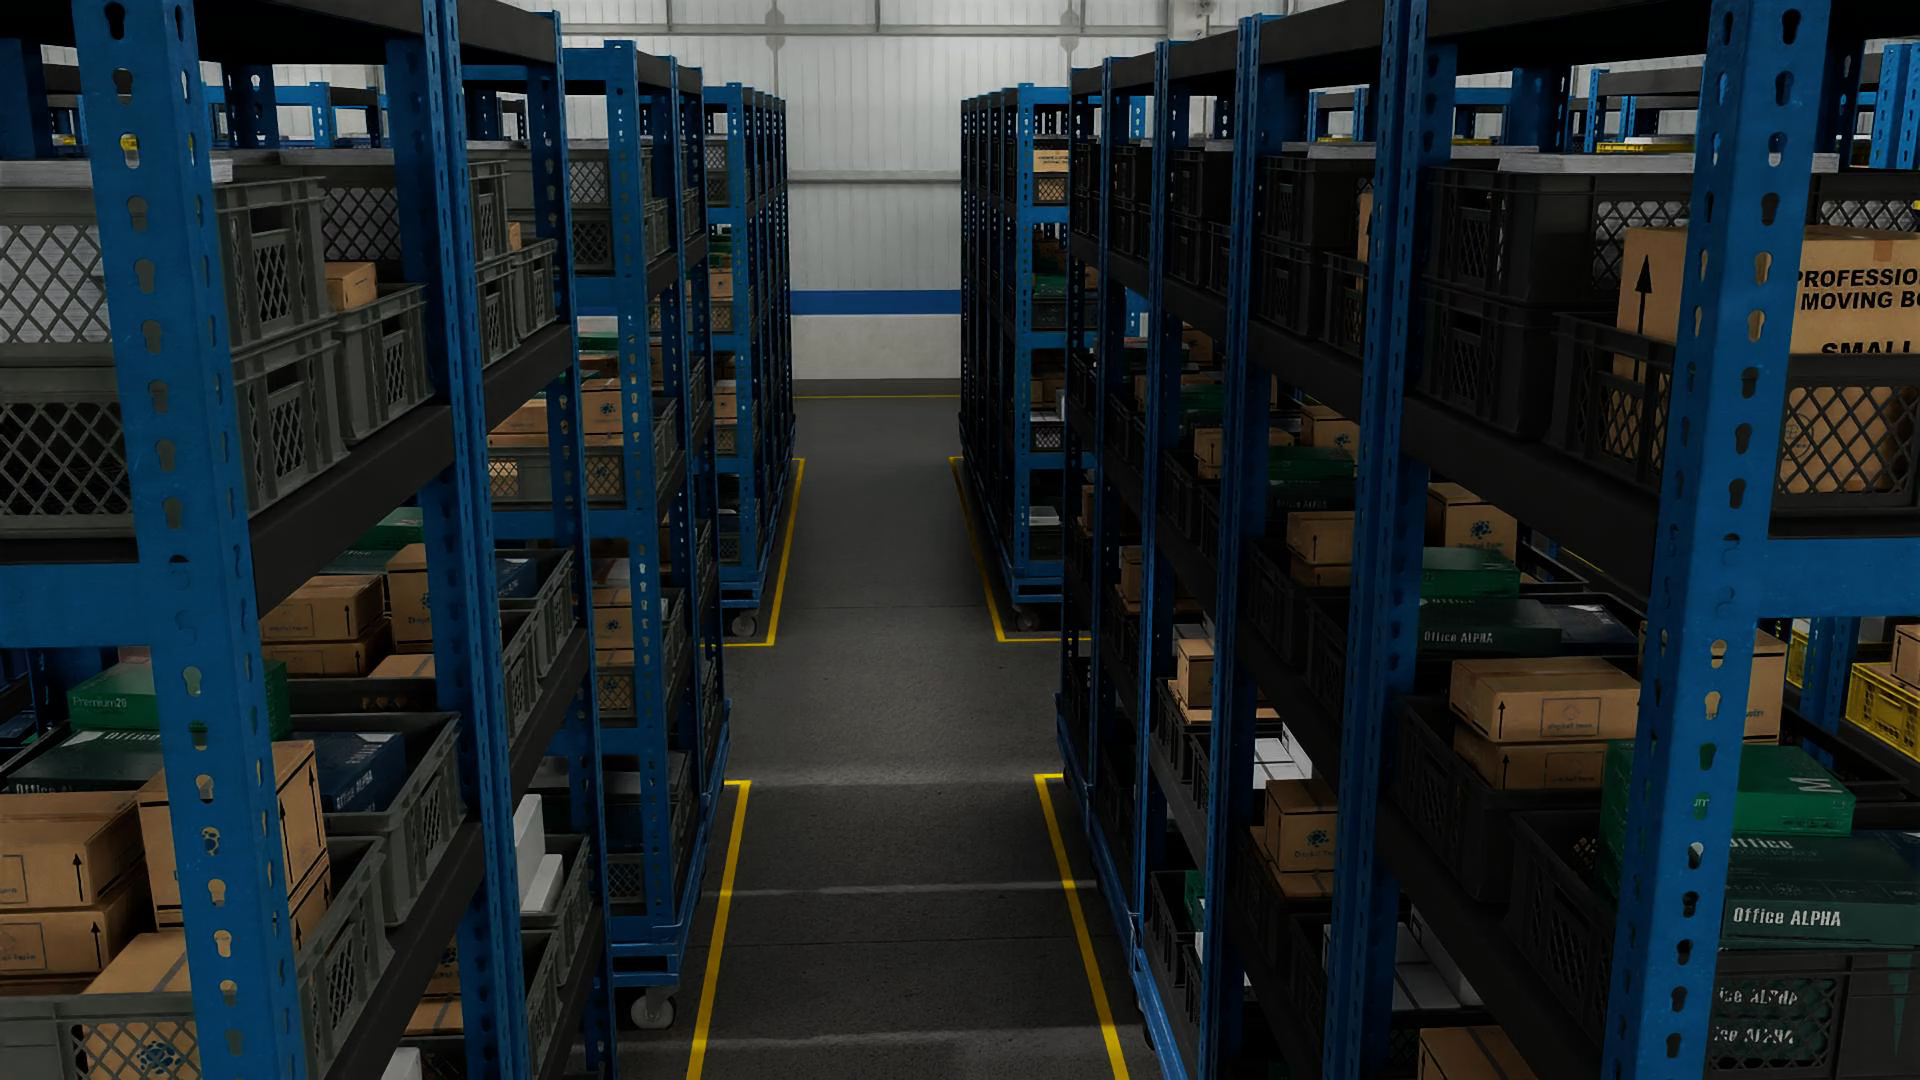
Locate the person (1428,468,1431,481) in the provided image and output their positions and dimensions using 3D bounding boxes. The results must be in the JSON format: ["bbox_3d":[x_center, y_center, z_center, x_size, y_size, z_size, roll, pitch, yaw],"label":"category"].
[{"bbox_3d":[4.051,-0.910,13.398,0.456,1.960,0.800,-13,19,-42],"label":"person"}]
